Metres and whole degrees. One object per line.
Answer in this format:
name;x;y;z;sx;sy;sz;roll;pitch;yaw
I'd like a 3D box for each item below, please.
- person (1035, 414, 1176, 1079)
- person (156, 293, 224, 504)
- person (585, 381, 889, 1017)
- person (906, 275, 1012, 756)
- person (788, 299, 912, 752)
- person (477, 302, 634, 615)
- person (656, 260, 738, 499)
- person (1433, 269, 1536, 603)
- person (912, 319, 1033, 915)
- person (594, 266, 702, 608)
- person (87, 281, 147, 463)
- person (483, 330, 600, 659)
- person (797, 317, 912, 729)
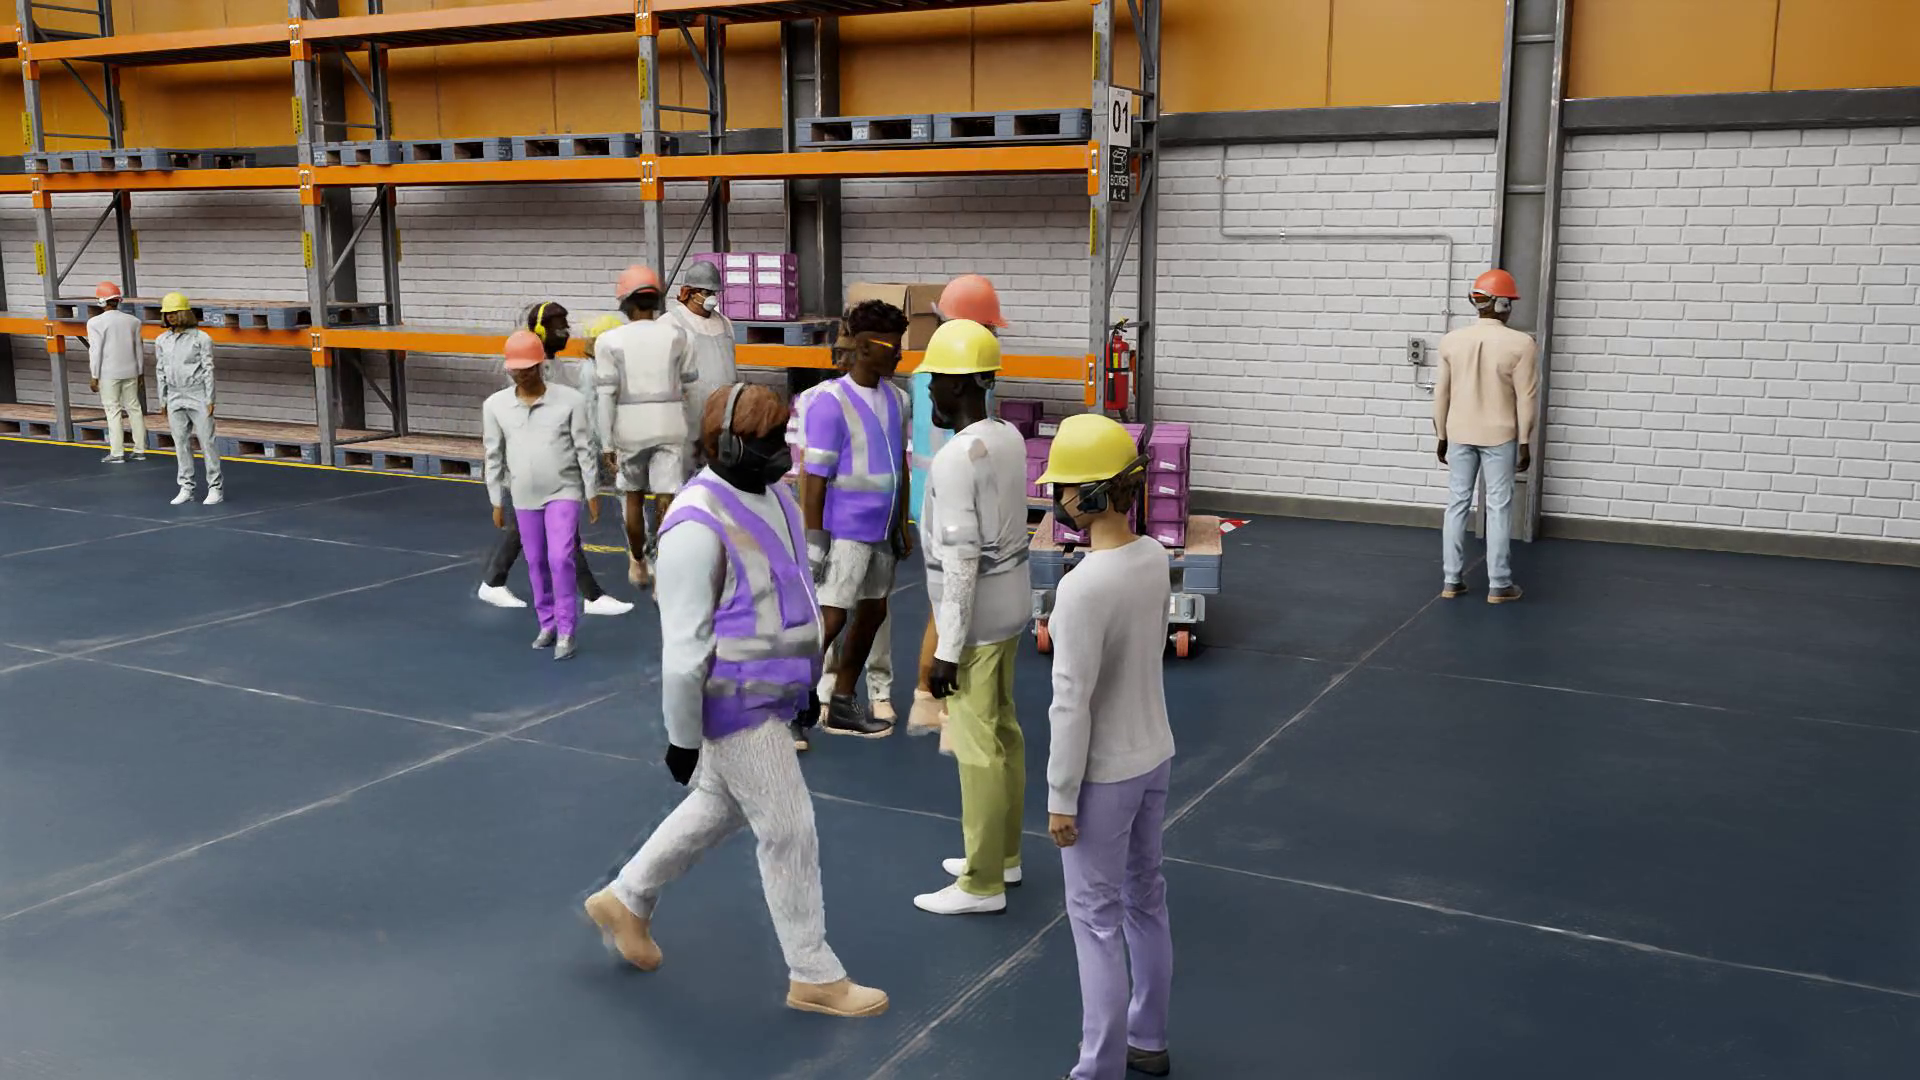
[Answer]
person;0.351;0.564;4.162;0.342;1.761;0.526;6;12;31
person;-6.332;-1.149;13.616;0.485;1.736;0.313;1;10;5
person;-0.680;0.442;4.715;0.921;1.806;0.630;2;11;12
person;0.001;-0.094;7.063;0.409;2.028;0.619;-3;11;-16
person;-0.483;-0.061;7.148;0.495;1.930;0.711;6;12;30
person;-2.420;-0.470;9.688;0.990;1.824;0.532;1;10;6
person;-1.777;-0.925;11.541;0.535;2.000;0.681;9;14;42
person;3.154;-0.621;10.010;0.612;1.991;0.392;8;13;38
person;0.031;0.257;5.372;0.384;1.928;0.589;4;11;20
person;-1.881;-0.639;10.073;0.628;1.998;0.958;-2;11;-12
person;-8.227;-1.634;16.205;0.335;1.753;0.572;5;12;28
person;-2.191;-0.236;8.675;0.578;1.710;0.623;0;10;3
person;-0.464;-0.072;7.408;0.508;1.842;0.336;-2;10;-9
